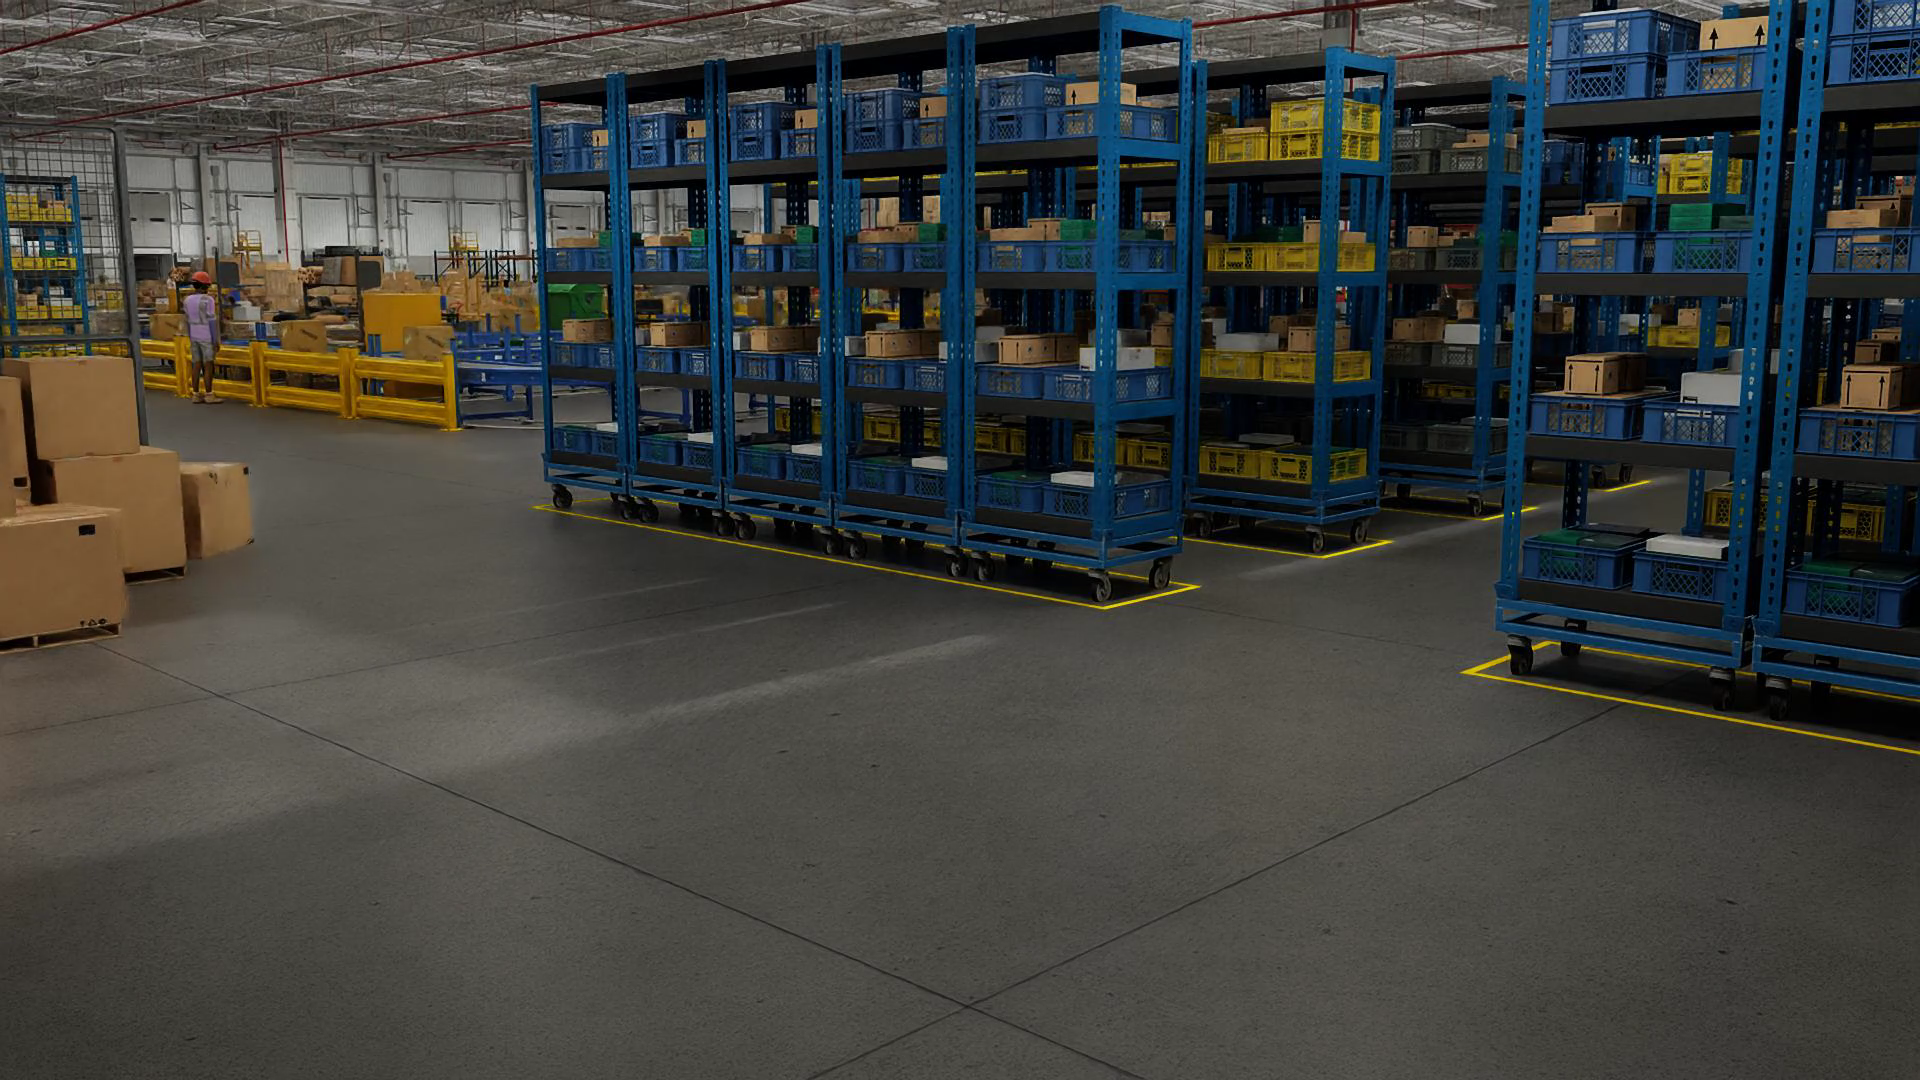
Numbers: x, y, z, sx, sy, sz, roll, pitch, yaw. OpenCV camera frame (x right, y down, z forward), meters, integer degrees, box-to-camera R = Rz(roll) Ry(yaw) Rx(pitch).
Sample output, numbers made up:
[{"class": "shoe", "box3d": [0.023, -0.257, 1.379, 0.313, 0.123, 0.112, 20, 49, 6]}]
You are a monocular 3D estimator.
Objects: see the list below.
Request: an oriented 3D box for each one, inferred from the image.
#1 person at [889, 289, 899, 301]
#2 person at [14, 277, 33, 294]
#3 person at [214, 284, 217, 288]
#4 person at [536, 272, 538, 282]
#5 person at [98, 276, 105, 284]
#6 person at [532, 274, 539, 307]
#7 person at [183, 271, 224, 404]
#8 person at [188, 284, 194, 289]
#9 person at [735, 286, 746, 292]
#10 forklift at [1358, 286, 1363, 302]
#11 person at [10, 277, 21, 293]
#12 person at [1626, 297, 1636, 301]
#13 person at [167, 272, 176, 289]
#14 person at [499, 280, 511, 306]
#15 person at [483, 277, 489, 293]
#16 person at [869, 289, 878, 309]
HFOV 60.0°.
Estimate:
[{"class": "person", "box3d": [-2.361, -8.653, 59.702, 0.390, 1.995, 0.613, 4, 10, 24]}, {"class": "person", "box3d": [-29.845, -7.541, 53.110, 0.542, 1.928, 0.399, -8, 12, -41]}, {"class": "person", "box3d": [-31.824, -10.440, 71.527, 0.752, 1.718, 0.490, 0, 9, -1]}, {"class": "person", "box3d": [-24.367, -14.584, 96.337, 0.550, 1.914, 0.875, 7, 12, 38]}, {"class": "person", "box3d": [-33.445, -9.389, 64.840, 0.533, 1.790, 0.981, 4, 10, 23]}, {"class": "person", "box3d": [-15.825, -8.978, 62.102, 0.518, 1.865, 0.329, 8, 12, 39]}, {"class": "person", "box3d": [-11.583, -3.089, 25.494, 0.602, 2.035, 0.406, 5, 11, 28]}, {"class": "person", "box3d": [-26.954, -8.389, 58.515, 0.506, 1.859, 0.319, 6, 11, 31]}, {"class": "person", "box3d": [-8.382, -9.131, 62.496, 0.672, 2.000, 0.536, -1, 9, -6]}, {"class": "forklift", "box3d": [11.100, -7.017, 46.970, 1.873, 2.768, 1.129, 9, 13, 43]}, {"class": "person", "box3d": [-41.464, -10.753, 72.951, 0.618, 1.890, 0.838, -2, 9, -12]}, {"class": "person", "box3d": [13.041, -4.137, 32.194, 0.532, 1.936, 0.623, 3, 10, 18]}, {"class": "person", "box3d": [-32.720, -10.158, 69.102, 0.358, 1.938, 0.636, -1, 9, -8]}, {"class": "person", "box3d": [-15.939, -8.281, 58.368, 0.537, 1.693, 0.320, 6, 11, 30]}, {"class": "person", "box3d": [-26.175, -13.746, 91.930, 0.546, 1.673, 0.666, 3, 10, 16]}, {"class": "person", "box3d": [-3.148, -8.447, 59.583, 0.343, 1.618, 0.529, 7, 12, 37]}]
